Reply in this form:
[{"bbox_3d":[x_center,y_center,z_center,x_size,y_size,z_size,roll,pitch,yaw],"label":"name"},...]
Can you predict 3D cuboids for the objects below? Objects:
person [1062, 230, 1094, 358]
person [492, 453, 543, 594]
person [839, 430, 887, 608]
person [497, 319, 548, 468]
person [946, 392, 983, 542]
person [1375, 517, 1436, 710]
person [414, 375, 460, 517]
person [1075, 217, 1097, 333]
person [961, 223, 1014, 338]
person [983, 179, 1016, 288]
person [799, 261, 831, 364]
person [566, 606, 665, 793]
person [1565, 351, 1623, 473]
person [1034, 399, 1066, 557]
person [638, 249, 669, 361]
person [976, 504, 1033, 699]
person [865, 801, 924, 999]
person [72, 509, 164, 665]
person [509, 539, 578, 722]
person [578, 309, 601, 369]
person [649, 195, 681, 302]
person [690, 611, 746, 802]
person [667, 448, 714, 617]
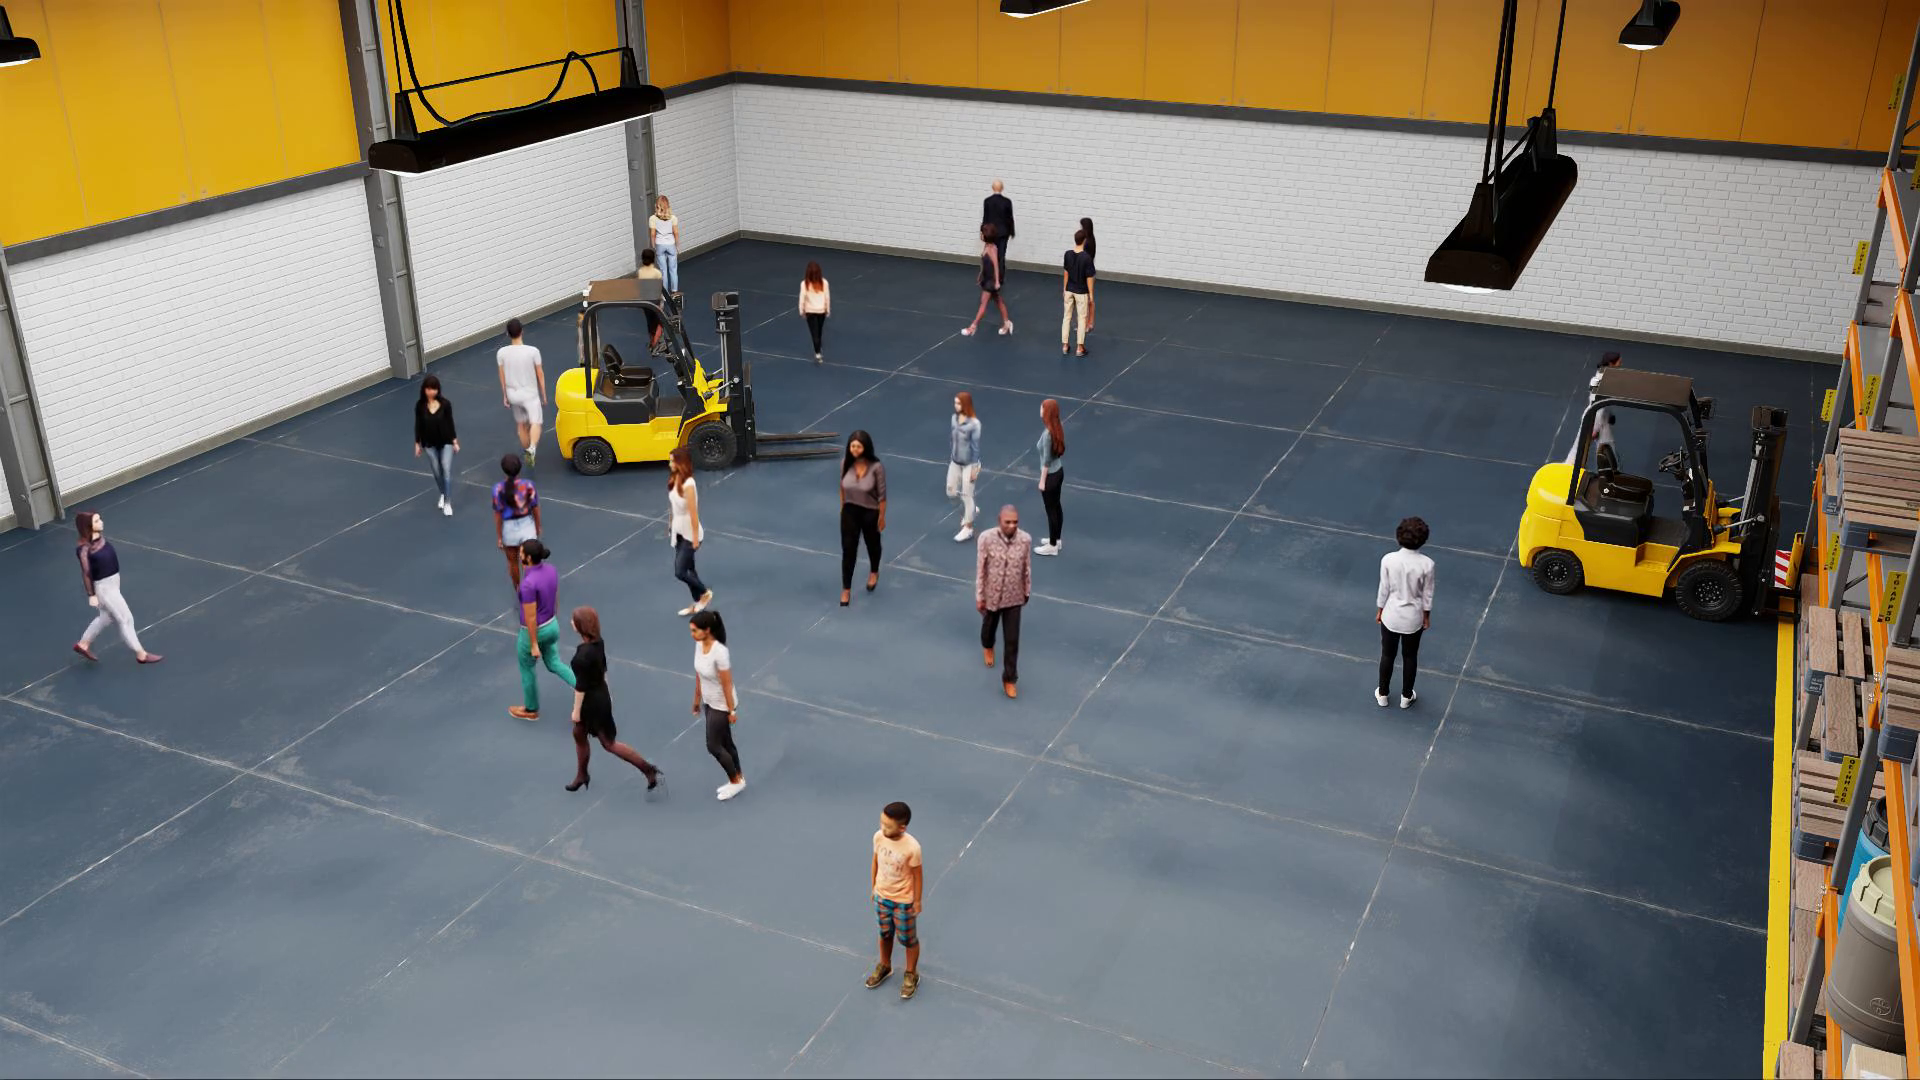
[{"bbox_3d":[1.710,-3.632,24.431,0.640,1.851,0.544,12,26,26],"label":"person"},{"bbox_3d":[-4.302,0.017,16.272,1.055,1.700,1.170,-6,24,-14],"label":"person"},{"bbox_3d":[-0.952,-0.262,16.783,0.849,1.801,1.170,5,24,10],"label":"person"},{"bbox_3d":[-5.286,-1.720,20.077,1.005,1.835,1.159,-1,24,-2],"label":"person"},{"bbox_3d":[0.116,-0.834,18.231,0.739,1.690,0.825,21,31,39],"label":"person"},{"bbox_3d":[3.925,0.641,14.707,0.666,1.810,0.631,6,24,14],"label":"person"},{"bbox_3d":[-5.954,-1.128,18.995,0.901,1.616,1.015,-3,24,-8],"label":"person"},{"bbox_3d":[1.944,-4.084,25.572,0.651,1.765,0.476,13,27,27],"label":"person"},{"bbox_3d":[0.568,-3.906,25.191,1.066,1.744,1.063,-6,24,-14],"label":"person"},{"bbox_3d":[0.643,-5.115,27.944,0.941,1.754,1.250,3,24,6],"label":"person"},{"bbox_3d":[-2.092,-3.287,24.150,0.939,1.444,1.017,-7,25,-16],"label":"person"},{"bbox_3d":[-2.824,1.336,13.288,0.949,1.672,1.078,0,24,-1],"label":"person"},{"bbox_3d":[7.365,-1.378,19.470,0.910,1.694,1.102,3,24,7],"label":"person"},{"bbox_3d":[0.972,-0.674,17.800,0.640,1.742,0.446,10,26,22],"label":"person"},{"bbox_3d":[-4.504,-3.387,24.130,0.610,1.643,0.736,8,25,17],"label":"person"},{"bbox_3d":[0.368,0.472,15.122,1.000,1.786,1.202,-1,24,-3],"label":"person"},{"bbox_3d":[-0.422,2.376,11.173,0.536,1.461,0.493,12,26,25],"label":"person"},{"bbox_3d":[-7.960,0.465,15.393,1.017,1.582,1.052,-4,24,-8],"label":"person"},{"bbox_3d":[-3.545,0.817,14.387,0.786,1.743,1.080,7,25,16],"label":"person"},{"bbox_3d":[-4.854,-2.359,22.016,0.896,1.453,0.770,-16,28,-33],"label":"person"},{"bbox_3d":[-4.814,-4.781,27.217,0.711,1.723,0.741,-5,24,-11],"label":"person"},{"bbox_3d":[-1.883,1.297,13.442,0.731,1.621,0.702,-17,29,-33],"label":"person"},{"bbox_3d":[-2.602,-0.079,16.397,0.793,1.776,0.746,-13,27,-27],"label":"person"}]
